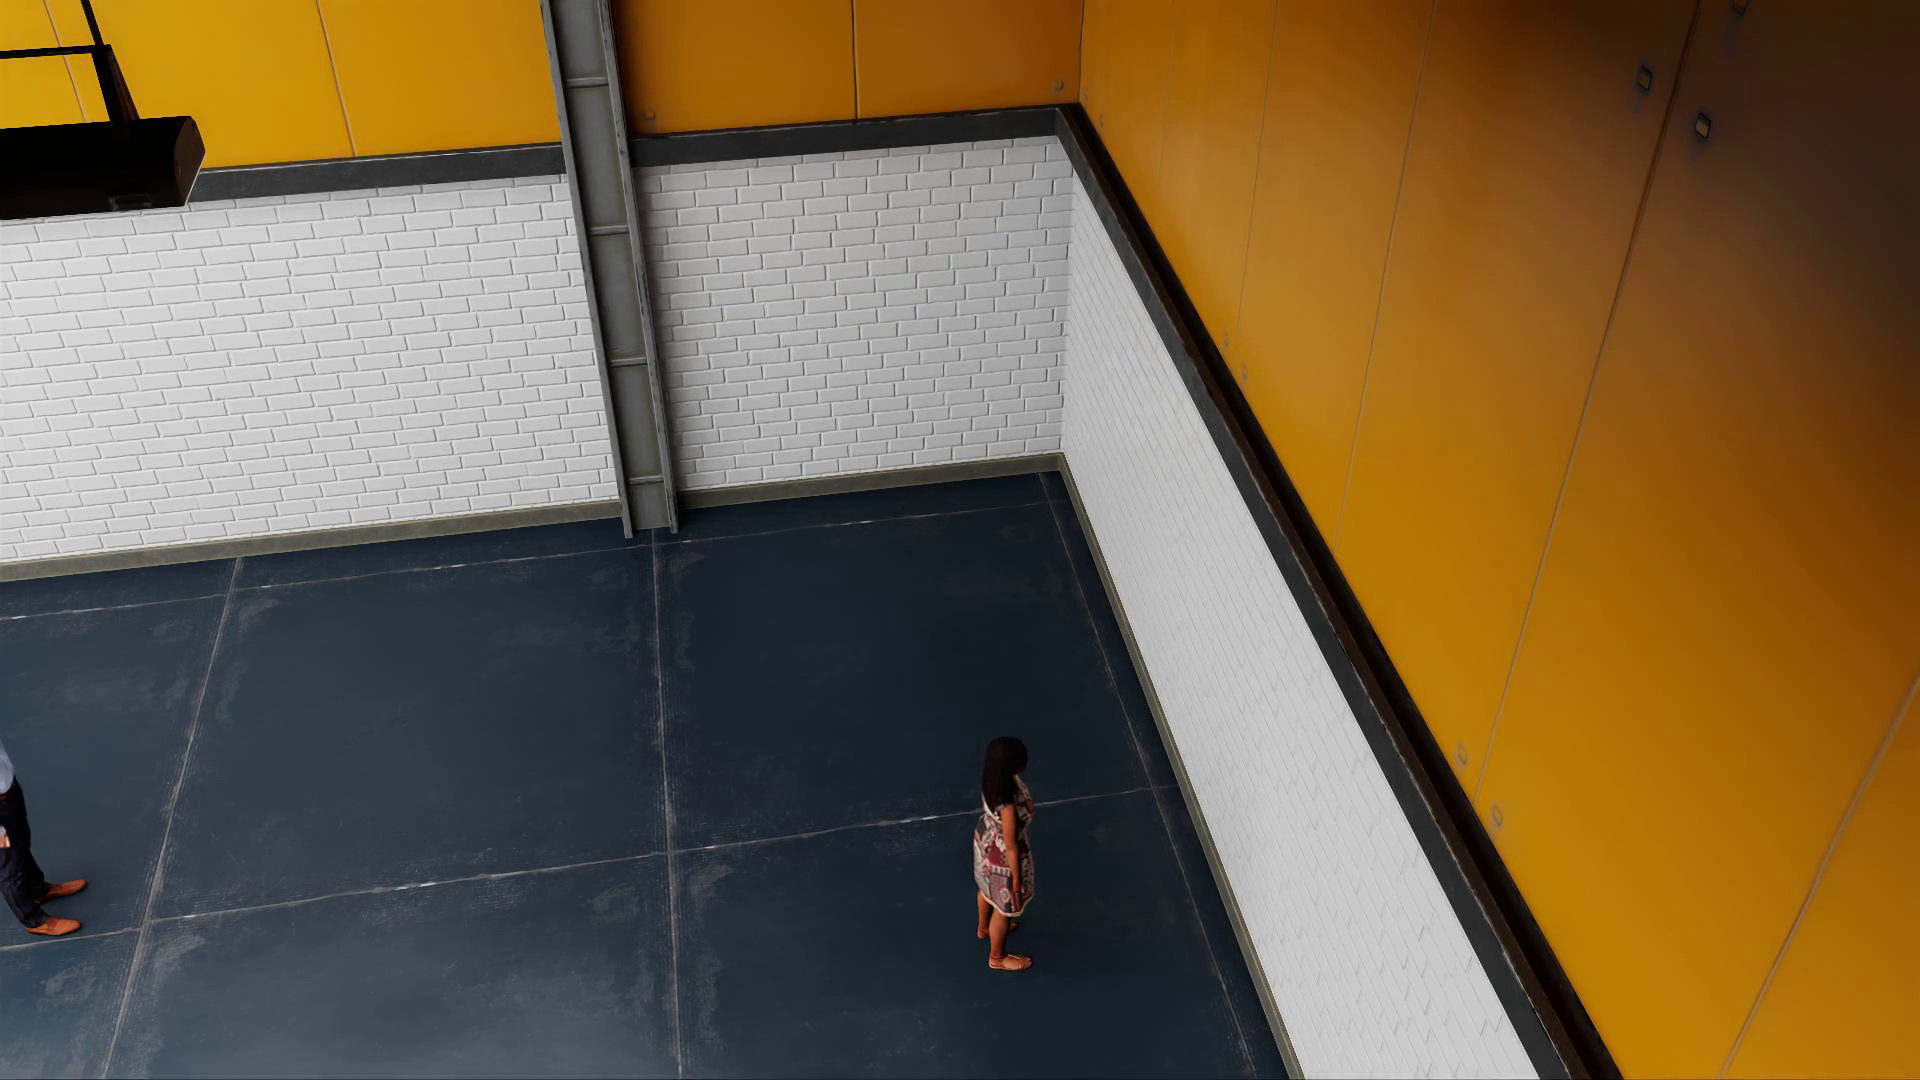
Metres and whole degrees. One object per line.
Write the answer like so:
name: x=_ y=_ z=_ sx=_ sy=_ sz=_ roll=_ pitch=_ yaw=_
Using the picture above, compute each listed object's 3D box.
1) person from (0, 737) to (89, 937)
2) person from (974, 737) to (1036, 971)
person: x=-5.265 y=1.447 z=9.098 sx=0.578 sy=1.789 sz=0.667 roll=-11 pitch=40 yaw=-13
person: x=0.223 y=1.663 z=8.942 sx=0.544 sy=1.645 sz=0.665 roll=-10 pitch=40 yaw=-12
